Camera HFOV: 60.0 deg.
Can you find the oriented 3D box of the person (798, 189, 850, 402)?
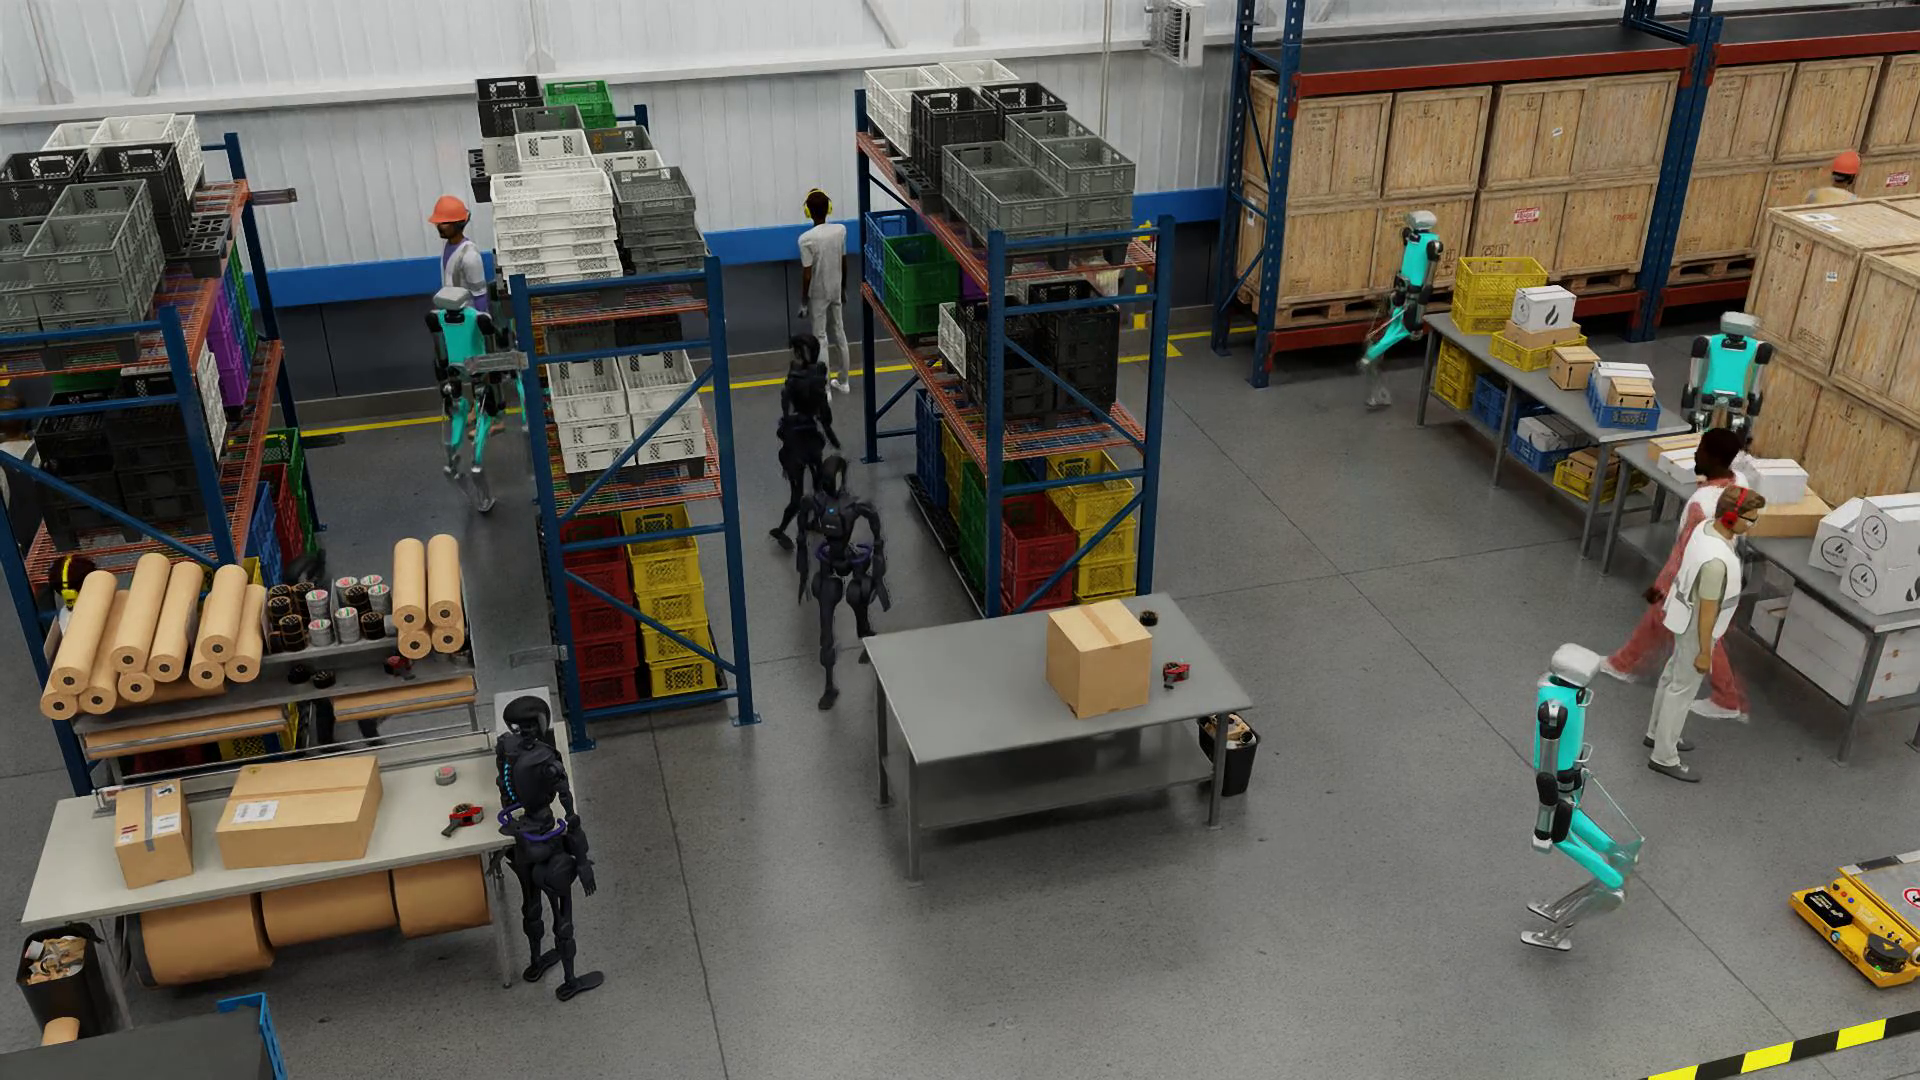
[{"bbox_3d":[-1.181,-2.099,14.326,0.517,1.864,0.332,-23,36,-35],"label":"person"}]

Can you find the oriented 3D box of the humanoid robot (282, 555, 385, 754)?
[{"bbox_3d":[-3.456,0.789,9.264,0.591,1.639,0.385,9,30,15],"label":"humanoid robot"}]

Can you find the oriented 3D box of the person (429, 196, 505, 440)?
[{"bbox_3d":[-4.060,-1.821,13.631,0.365,2.046,0.613,-20,34,-31],"label":"person"}]

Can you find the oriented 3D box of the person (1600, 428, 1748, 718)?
[{"bbox_3d":[4.477,0.184,10.167,1.010,1.863,0.602,22,35,34],"label":"person"}]

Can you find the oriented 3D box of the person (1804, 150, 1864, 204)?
[{"bbox_3d":[7.852,-2.588,15.151,0.667,1.918,0.559,-19,34,-31],"label":"person"}]

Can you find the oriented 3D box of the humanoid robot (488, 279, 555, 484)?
[{"bbox_3d":[-3.298,-1.292,13.021,0.528,1.799,0.797,-10,30,-18],"label":"humanoid robot"}]

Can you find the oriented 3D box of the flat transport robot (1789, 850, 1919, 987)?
[{"bbox_3d":[5.163,1.916,8.676,1.431,0.231,0.659,-8,30,-14],"label":"flat transport robot"}]

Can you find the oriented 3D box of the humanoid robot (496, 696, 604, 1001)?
[{"bbox_3d":[-2.020,1.462,8.025,0.599,1.655,0.315,21,35,34],"label":"humanoid robot"}]

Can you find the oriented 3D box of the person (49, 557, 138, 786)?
[{"bbox_3d":[-4.508,0.915,8.848,0.323,1.860,0.529,-9,30,-15],"label":"person"}]

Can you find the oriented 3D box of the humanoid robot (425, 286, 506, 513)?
[{"bbox_3d":[-3.711,-0.934,12.376,0.557,1.835,0.667,6,29,11],"label":"humanoid robot"}]

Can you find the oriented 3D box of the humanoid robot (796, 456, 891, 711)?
[{"bbox_3d":[-0.713,0.207,10.383,0.614,1.655,0.751,6,29,11],"label":"humanoid robot"}]

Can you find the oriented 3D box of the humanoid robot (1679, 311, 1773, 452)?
[{"bbox_3d":[5.427,-0.697,11.891,0.578,1.750,0.776,9,30,16],"label":"humanoid robot"}]

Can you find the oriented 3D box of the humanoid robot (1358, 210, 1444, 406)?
[{"bbox_3d":[3.604,-1.860,14.083,0.746,1.835,0.540,-7,30,-12],"label":"humanoid robot"}]

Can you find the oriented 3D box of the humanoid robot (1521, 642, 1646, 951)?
[{"bbox_3d":[3.093,1.309,8.115,0.735,1.677,0.533,15,32,25],"label":"humanoid robot"}]

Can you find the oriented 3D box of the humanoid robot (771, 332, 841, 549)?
[{"bbox_3d":[-1.144,-0.738,12.043,0.406,1.643,0.600,16,32,26],"label":"humanoid robot"}]

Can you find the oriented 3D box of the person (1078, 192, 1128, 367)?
[{"bbox_3d":[1.193,-2.333,14.778,0.621,1.840,0.429,-12,31,-20],"label":"person"}]

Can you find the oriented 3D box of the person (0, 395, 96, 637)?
[{"bbox_3d":[-5.839,-0.054,10.624,0.508,1.842,0.330,-6,29,-11],"label":"person"}]

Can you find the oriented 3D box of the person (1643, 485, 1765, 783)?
[{"bbox_3d":[4.248,0.515,9.595,0.390,1.837,0.562,9,30,15],"label":"person"}]

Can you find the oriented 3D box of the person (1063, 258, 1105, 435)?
[{"bbox_3d":[0.916,-1.746,13.845,0.580,1.696,0.931,-23,36,-35],"label":"person"}]
